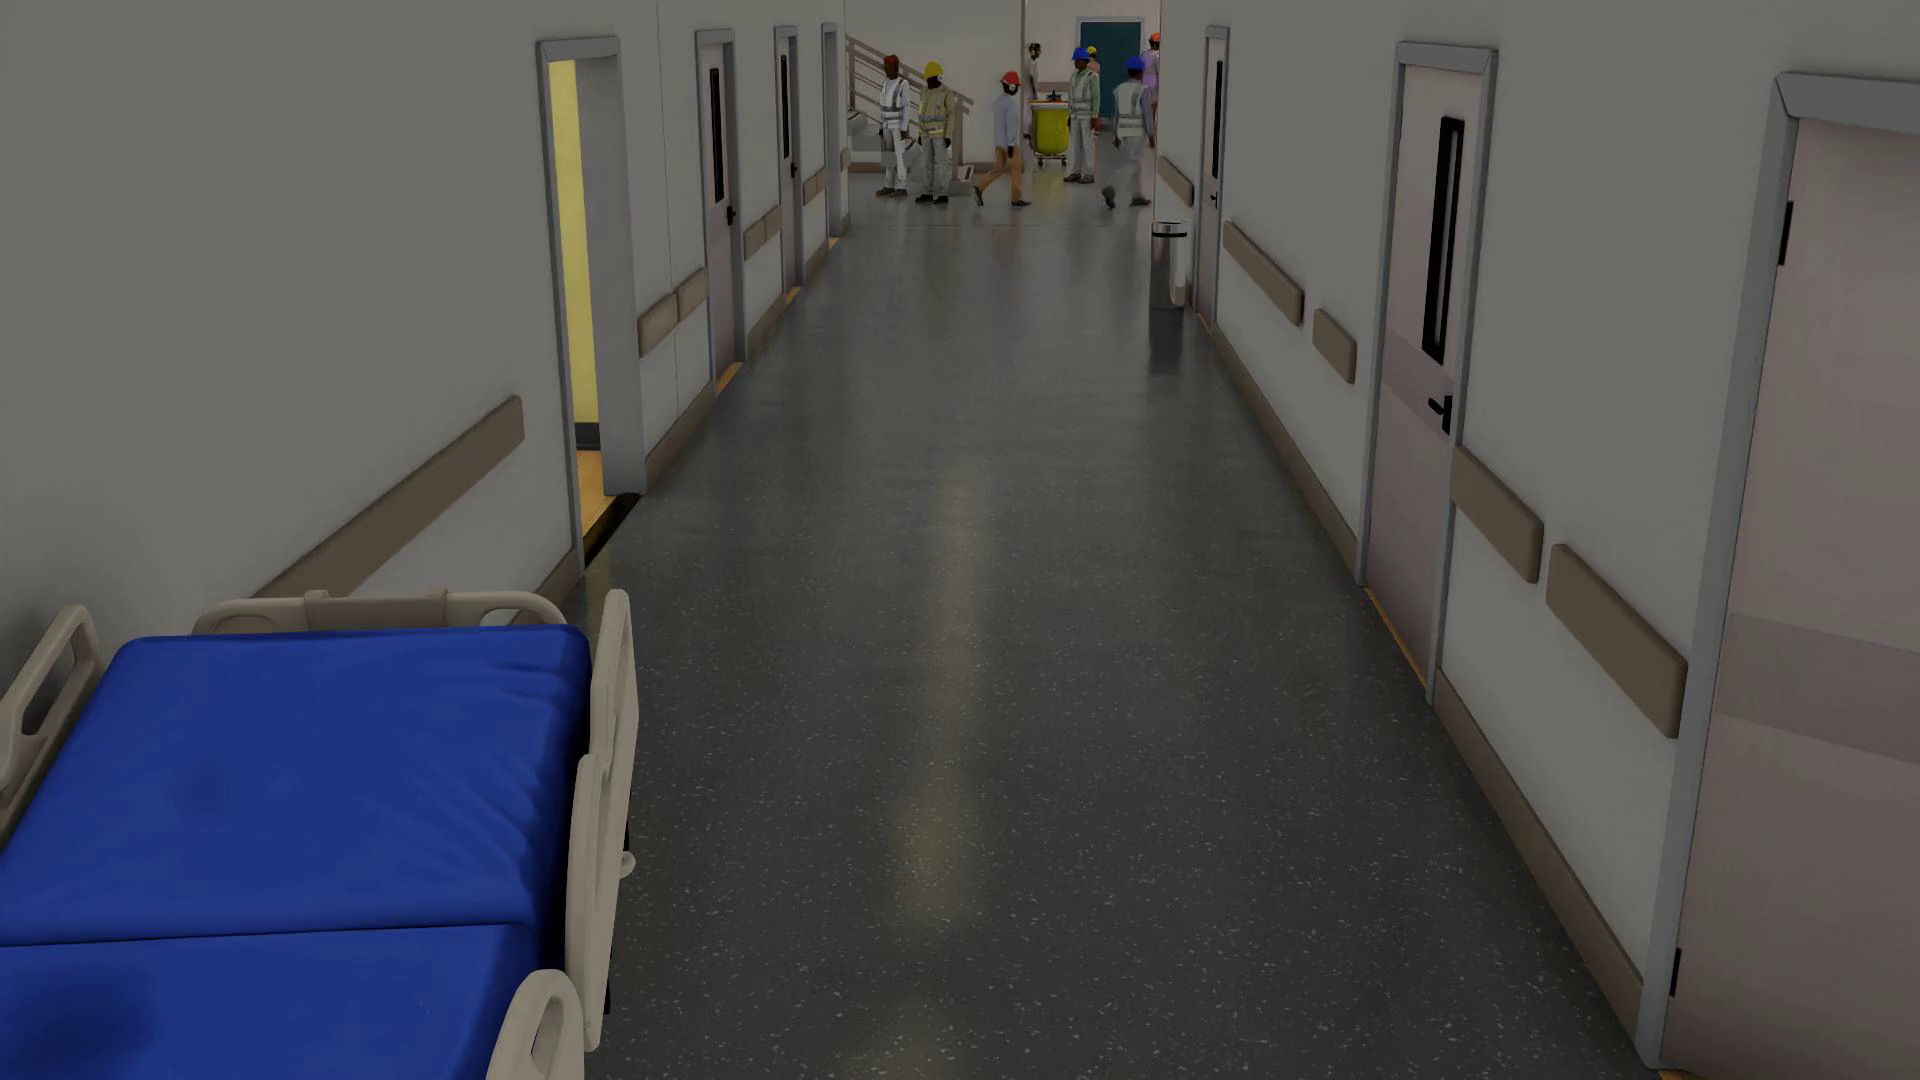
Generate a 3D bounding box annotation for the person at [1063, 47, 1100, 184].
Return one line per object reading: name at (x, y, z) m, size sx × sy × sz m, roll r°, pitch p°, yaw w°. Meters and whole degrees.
person at (1.785, -6.220, 24.392) m, size 0.404 × 1.945 × 0.615 m, roll -13°, pitch 22°, yaw -35°

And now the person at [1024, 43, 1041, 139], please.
person at (1.518, -8.846, 32.814) m, size 0.626 × 1.843 × 0.550 m, roll 3°, pitch 18°, yaw 9°

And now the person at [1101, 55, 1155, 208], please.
person at (2.151, -5.212, 21.294) m, size 0.887 × 1.919 × 0.613 m, roll -11°, pitch 21°, yaw -31°

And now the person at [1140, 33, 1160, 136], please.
person at (3.904, -9.212, 33.671) m, size 0.409 × 2.030 × 0.612 m, roll -13°, pitch 22°, yaw -36°

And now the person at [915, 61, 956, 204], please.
person at (-0.340, -5.333, 21.811) m, size 0.586 × 1.823 × 0.403 m, roll 15°, pitch 23°, yaw 39°

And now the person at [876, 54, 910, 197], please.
person at (-0.906, -5.617, 22.604) m, size 0.355 × 1.883 × 0.574 m, roll -14°, pitch 22°, yaw -38°

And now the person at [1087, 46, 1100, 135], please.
person at (2.650, -9.112, 33.775) m, size 0.310 × 1.768 × 0.533 m, roll 11°, pitch 21°, yaw 32°

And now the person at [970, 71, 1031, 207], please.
person at (0.534, -5.132, 21.333) m, size 0.757 × 1.716 × 0.572 m, roll -7°, pitch 19°, yaw -22°
